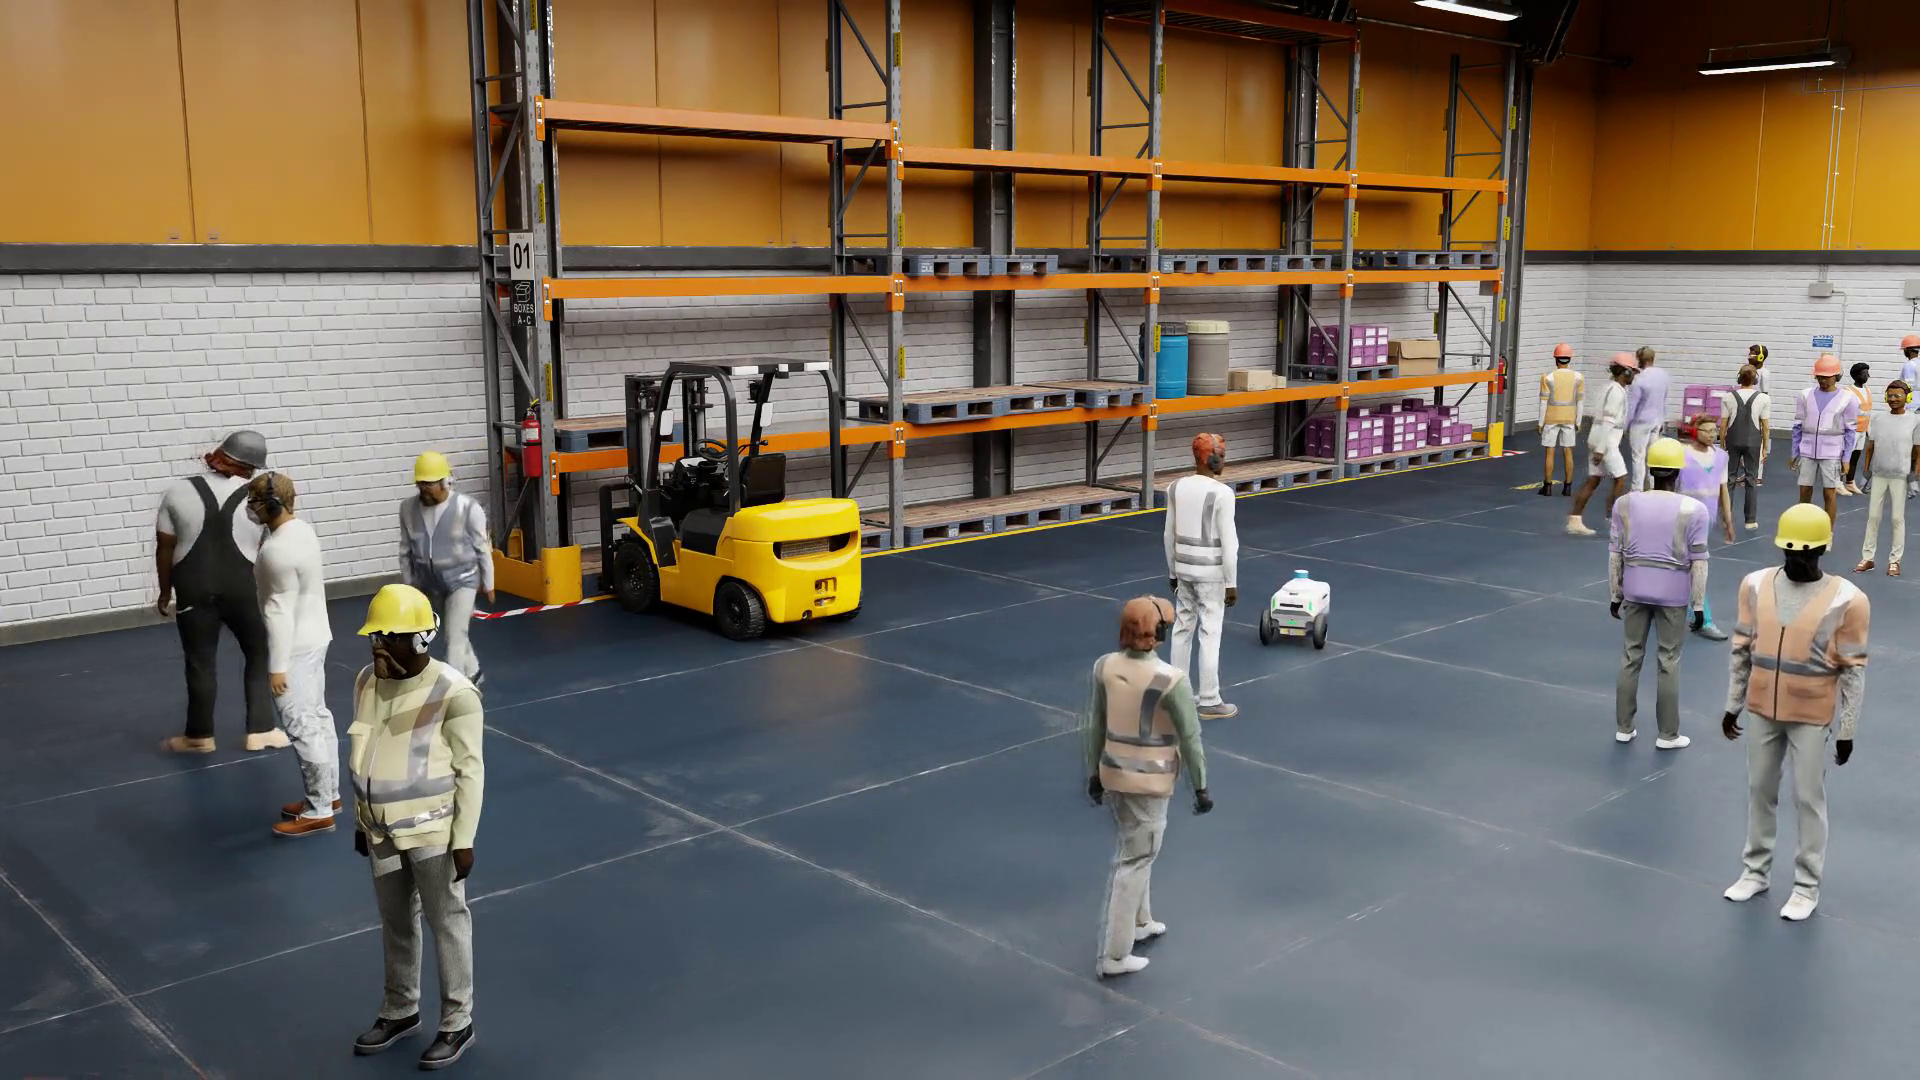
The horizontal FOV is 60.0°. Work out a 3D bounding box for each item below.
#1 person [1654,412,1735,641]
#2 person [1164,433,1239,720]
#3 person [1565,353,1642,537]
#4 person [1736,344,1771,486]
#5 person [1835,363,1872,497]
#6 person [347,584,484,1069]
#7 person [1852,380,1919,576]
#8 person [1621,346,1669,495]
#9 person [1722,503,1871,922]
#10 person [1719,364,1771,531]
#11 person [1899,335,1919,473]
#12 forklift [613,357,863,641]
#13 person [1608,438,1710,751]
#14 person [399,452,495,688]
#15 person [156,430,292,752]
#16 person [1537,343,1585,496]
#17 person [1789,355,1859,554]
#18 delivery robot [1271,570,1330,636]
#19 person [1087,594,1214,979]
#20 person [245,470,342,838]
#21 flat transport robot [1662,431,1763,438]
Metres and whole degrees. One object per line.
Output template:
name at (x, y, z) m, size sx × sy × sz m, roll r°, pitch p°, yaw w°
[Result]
person at (5.911, -0.149, 13.454) m, size 0.585 × 1.807 × 0.953 m, roll -4°, pitch 10°, yaw -20°
person at (1.594, 0.237, 10.956) m, size 0.338 × 1.879 × 0.582 m, roll -8°, pitch 12°, yaw -38°
person at (7.003, -1.012, 17.931) m, size 0.878 × 1.987 × 0.626 m, roll 1°, pitch 10°, yaw 7°
person at (10.521, -1.652, 22.052) m, size 0.329 × 1.872 × 0.509 m, roll 1°, pitch 10°, yaw 6°
person at (11.346, -1.401, 21.088) m, size 0.540 × 1.696 × 0.315 m, roll -6°, pitch 11°, yaw -30°
person at (-2.062, 1.065, 6.251) m, size 0.589 × 1.834 × 0.403 m, roll 5°, pitch 11°, yaw 25°
person at (8.867, -0.593, 15.848) m, size 0.328 × 1.874 × 0.521 m, roll -9°, pitch 13°, yaw -44°
person at (8.462, -1.431, 20.588) m, size 0.660 × 1.931 × 0.419 m, roll -6°, pitch 11°, yaw -31°
person at (3.834, 0.779, 7.668) m, size 0.386 × 1.922 × 0.595 m, roll -7°, pitch 12°, yaw -36°
person at (8.687, -1.024, 18.445) m, size 0.507 × 1.846 × 0.343 m, roll 5°, pitch 11°, yaw 29°
person at (13.339, -1.911, 23.396) m, size 0.547 × 1.928 × 0.385 m, roll -8°, pitch 12°, yaw -38°
forklift at (-1.847, -0.414, 13.852) m, size 1.214 × 2.155 × 2.313 m, roll -9°, pitch 13°, yaw -42°
person at (4.297, 0.333, 10.252) m, size 0.591 × 1.930 × 0.357 m, roll 8°, pitch 13°, yaw 40°
person at (-3.417, 0.257, 11.192) m, size 0.613 × 1.779 × 0.876 m, roll 2°, pitch 10°, yaw 12°
person at (-4.538, 0.286, 10.202) m, size 0.788 × 2.000 × 0.533 m, roll -3°, pitch 10°, yaw -17°
person at (7.590, -1.517, 21.068) m, size 0.553 × 1.934 × 0.365 m, roll 1°, pitch 10°, yaw 5°
person at (8.817, -0.878, 17.041) m, size 0.391 × 2.034 × 0.605 m, roll -9°, pitch 13°, yaw -43°
delivery robot at (2.693, 0.481, 13.132) m, size 0.477 × 0.478 × 0.707 m, roll 4°, pitch 11°, yaw 23°
person at (0.827, 1.034, 7.090) m, size 0.680 × 1.614 × 0.528 m, roll -8°, pitch 12°, yaw -39°
person at (-3.513, 0.591, 8.762) m, size 0.380 × 1.930 × 0.626 m, roll -2°, pitch 10°, yaw -11°
flat transport robot at (11.929, -1.590, 26.361) m, size 1.431 × 0.197 × 0.652 m, roll 6°, pitch 11°, yaw 31°
